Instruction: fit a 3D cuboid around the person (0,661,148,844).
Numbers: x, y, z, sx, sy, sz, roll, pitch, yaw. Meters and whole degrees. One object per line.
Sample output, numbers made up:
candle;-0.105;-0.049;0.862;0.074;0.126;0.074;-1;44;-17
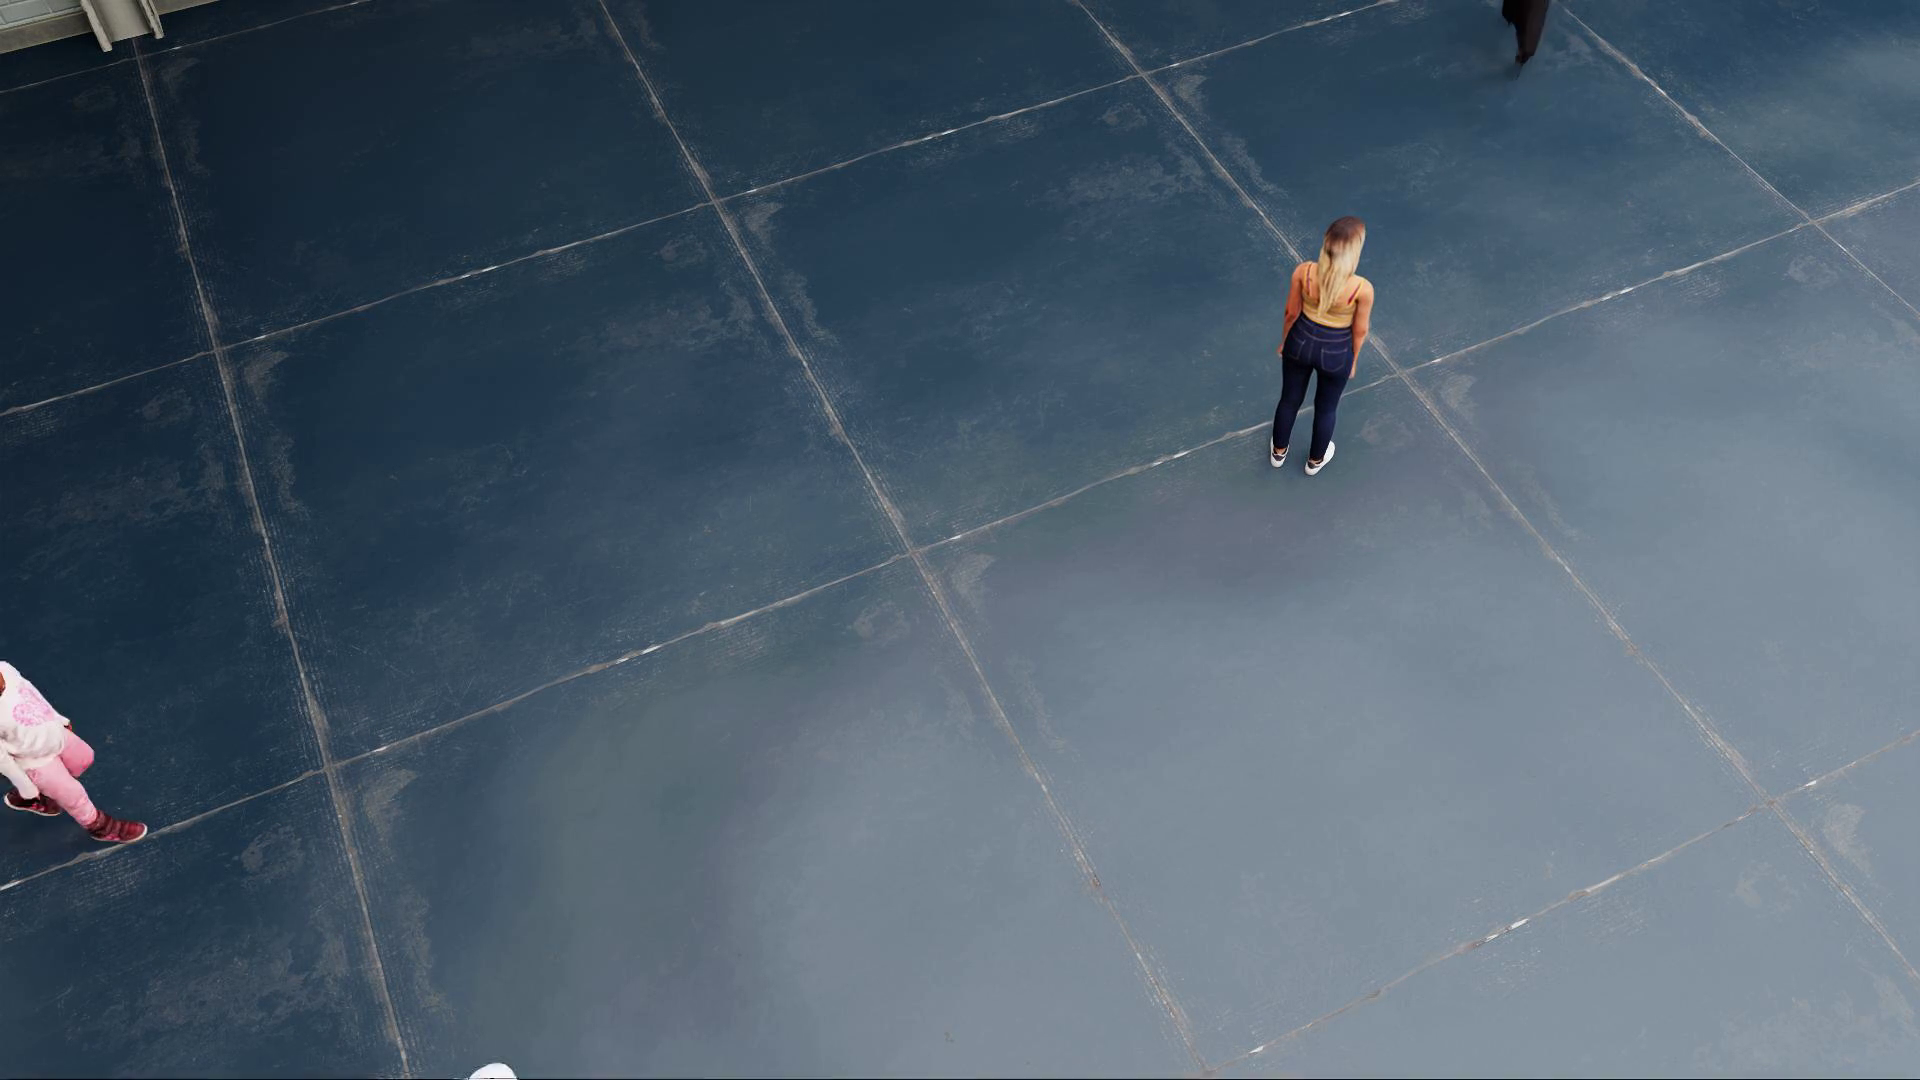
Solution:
person;-3.977;0.880;7.030;0.858;1.432;0.703;-3;52;-2

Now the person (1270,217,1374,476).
person;1.794;-0.944;8.319;0.653;1.627;0.701;20;55;15
